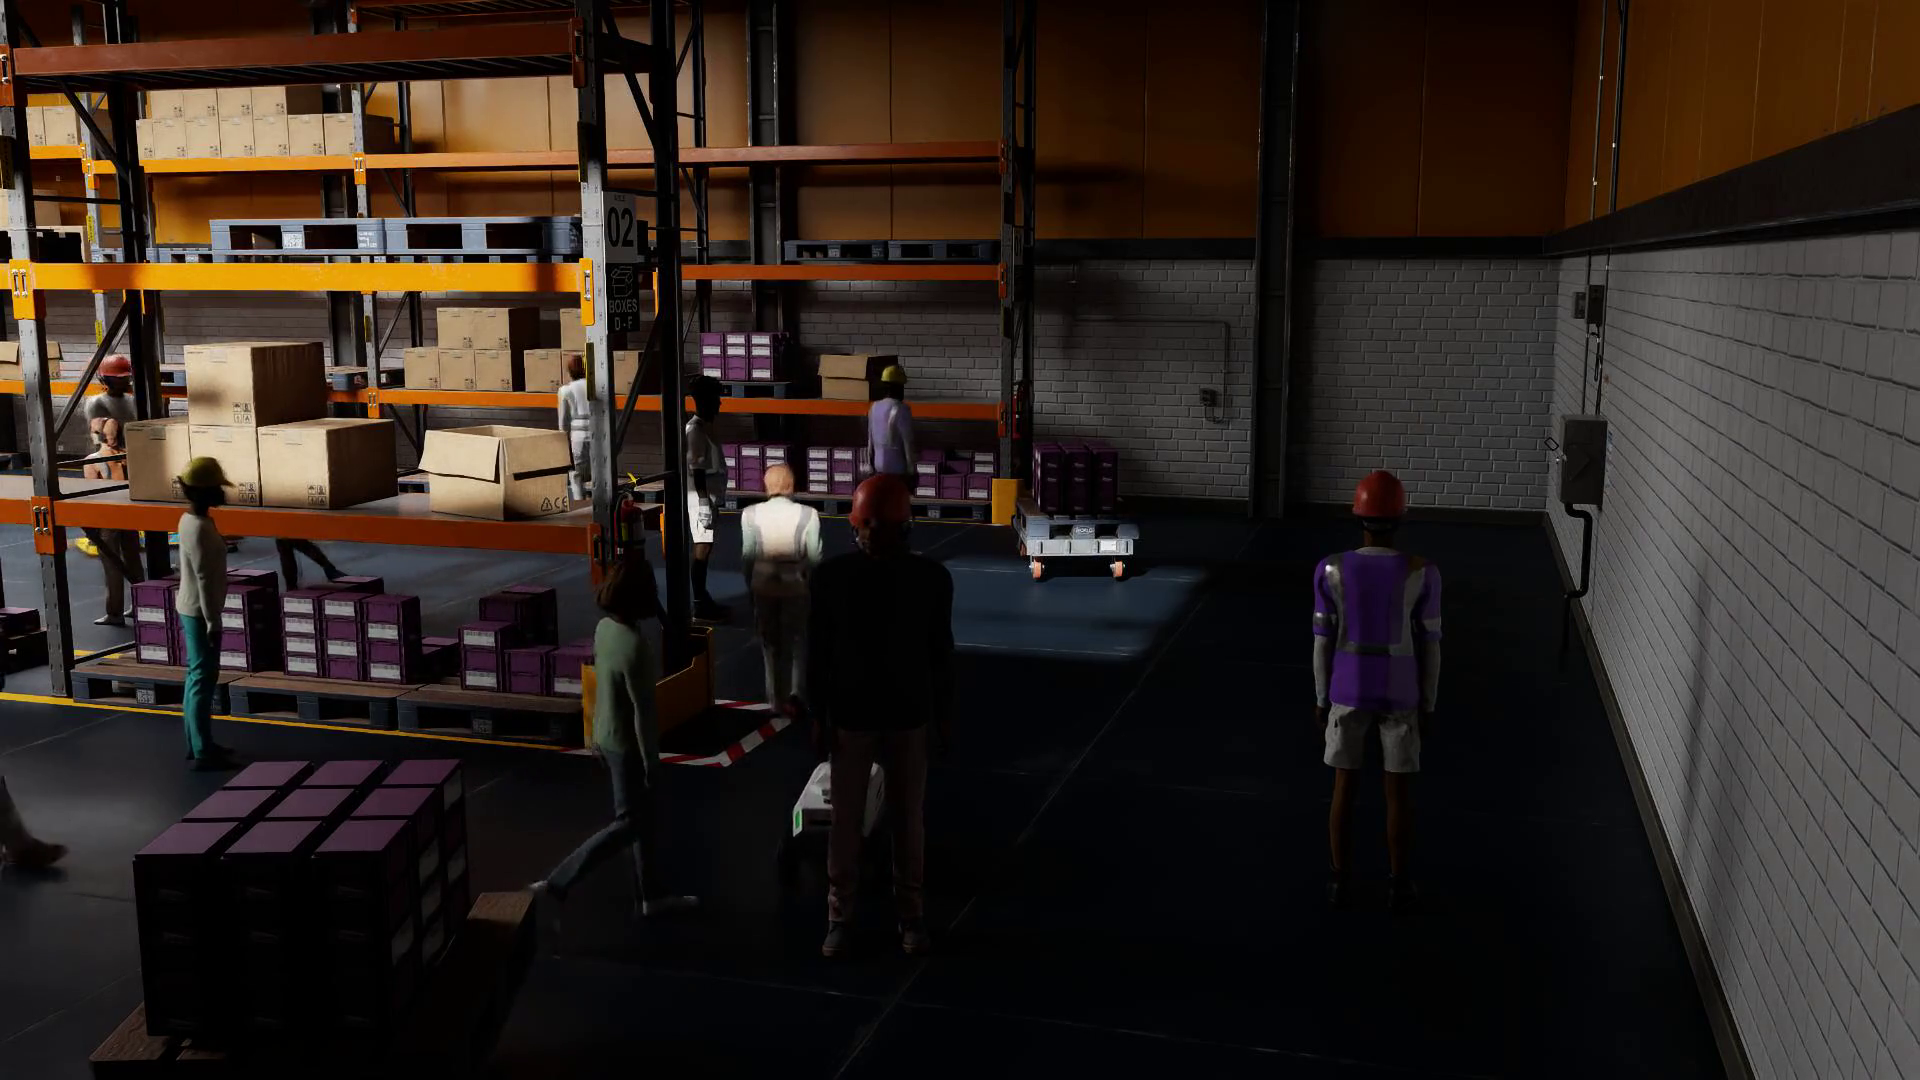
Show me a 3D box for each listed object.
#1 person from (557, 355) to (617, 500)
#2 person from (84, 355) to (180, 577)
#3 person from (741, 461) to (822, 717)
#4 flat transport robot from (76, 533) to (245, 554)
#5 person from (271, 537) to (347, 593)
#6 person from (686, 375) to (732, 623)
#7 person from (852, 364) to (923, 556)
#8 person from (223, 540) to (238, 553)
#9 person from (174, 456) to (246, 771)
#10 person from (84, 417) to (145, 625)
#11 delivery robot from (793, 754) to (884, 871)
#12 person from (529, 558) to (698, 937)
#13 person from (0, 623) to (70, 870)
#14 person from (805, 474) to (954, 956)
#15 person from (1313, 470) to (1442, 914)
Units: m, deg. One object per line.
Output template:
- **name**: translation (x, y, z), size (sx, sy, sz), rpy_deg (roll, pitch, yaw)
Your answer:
- **person**: translation (-4.077, -1.096, 18.247), size (0.665, 1.856, 0.350), rpy_deg (-3, 10, -17)
- **person**: translation (-7.472, -0.648, 14.997), size (0.759, 2.021, 0.623), rpy_deg (4, 10, 24)
- **person**: translation (-1.096, 0.317, 10.296), size (0.518, 1.627, 0.410), rpy_deg (0, 9, 2)
- **flat transport robot**: translation (-8.039, -0.062, 16.737), size (1.431, 0.197, 0.652), rpy_deg (-7, 12, -38)
- **person**: translation (-5.350, -0.345, 13.436), size (0.591, 1.923, 0.553), rpy_deg (2, 10, 11)
- **person**: translation (-2.017, -0.329, 13.208), size (0.367, 1.966, 0.607), rpy_deg (-1, 9, -5)
- **person**: translation (-0.691, -0.714, 15.764), size (0.814, 1.899, 0.589), rpy_deg (-7, 11, -35)
- **person**: translation (-7.358, -0.835, 16.417), size (0.389, 1.926, 0.547), rpy_deg (-4, 10, -22)
- **person**: translation (-4.222, 0.407, 9.343), size (0.320, 1.767, 0.533), rpy_deg (-5, 11, -30)
- **person**: translation (-6.665, -0.153, 13.113), size (0.306, 1.645, 0.523), rpy_deg (3, 10, 16)
- **delivery robot**: translation (-0.557, 1.228, 7.723), size (0.477, 0.478, 0.707), rpy_deg (1, 9, 4)
- **person**: translation (-1.469, 0.872, 6.991), size (0.720, 1.603, 0.500), rpy_deg (-5, 11, -30)
- **person**: translation (-4.581, 0.644, 7.787), size (0.768, 1.805, 0.687), rpy_deg (-3, 10, -19)
- **person**: translation (-0.324, 0.714, 6.783), size (0.609, 1.988, 0.392), rpy_deg (-1, 9, -4)
- **person**: translation (1.803, 0.663, 7.237), size (0.544, 1.943, 0.347), rpy_deg (3, 10, 17)
